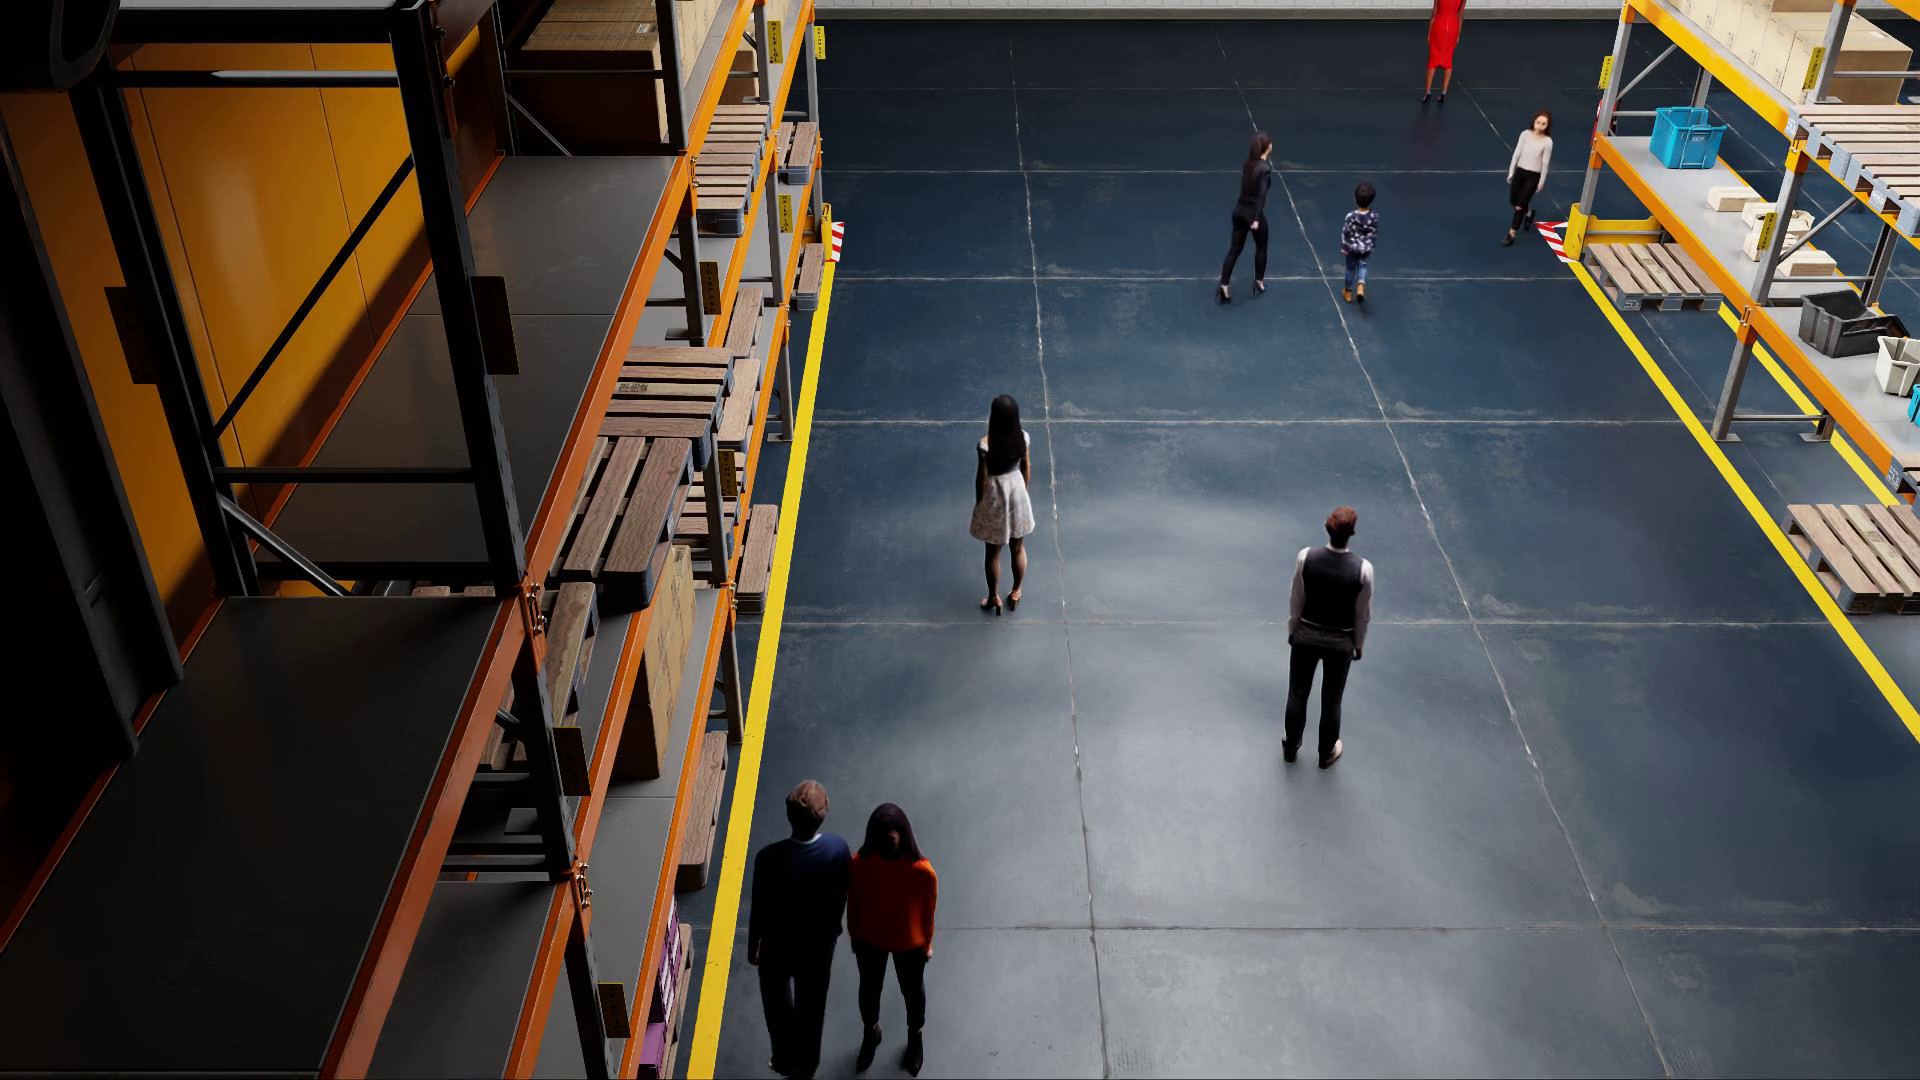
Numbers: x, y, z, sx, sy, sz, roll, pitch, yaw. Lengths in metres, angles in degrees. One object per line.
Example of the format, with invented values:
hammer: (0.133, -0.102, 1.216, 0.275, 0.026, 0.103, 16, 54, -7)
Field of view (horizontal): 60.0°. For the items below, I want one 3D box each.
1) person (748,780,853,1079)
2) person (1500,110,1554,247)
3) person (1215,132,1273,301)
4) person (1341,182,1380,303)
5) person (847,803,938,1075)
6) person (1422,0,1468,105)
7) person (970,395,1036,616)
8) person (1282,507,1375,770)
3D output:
person: (-0.766, 2.070, 8.358, 0.811, 1.840, 0.787, -12, 35, -17)
person: (6.034, -3.864, 17.619, 0.841, 1.471, 0.918, 26, 42, 34)
person: (2.784, -3.122, 16.326, 0.905, 1.666, 0.902, -15, 36, -21)
person: (3.941, -2.900, 16.373, 0.490, 1.245, 0.625, 0, 34, 0)
person: (-0.352, 2.029, 8.502, 0.641, 1.749, 0.584, 4, 34, 6)
person: (6.196, -6.463, 21.282, 0.551, 1.743, 0.491, 0, 34, 0)
person: (0.309, -0.251, 11.909, 0.742, 1.775, 0.757, -12, 36, -18)
person: (2.295, 0.611, 10.464, 0.731, 1.939, 0.700, 12, 36, 18)
